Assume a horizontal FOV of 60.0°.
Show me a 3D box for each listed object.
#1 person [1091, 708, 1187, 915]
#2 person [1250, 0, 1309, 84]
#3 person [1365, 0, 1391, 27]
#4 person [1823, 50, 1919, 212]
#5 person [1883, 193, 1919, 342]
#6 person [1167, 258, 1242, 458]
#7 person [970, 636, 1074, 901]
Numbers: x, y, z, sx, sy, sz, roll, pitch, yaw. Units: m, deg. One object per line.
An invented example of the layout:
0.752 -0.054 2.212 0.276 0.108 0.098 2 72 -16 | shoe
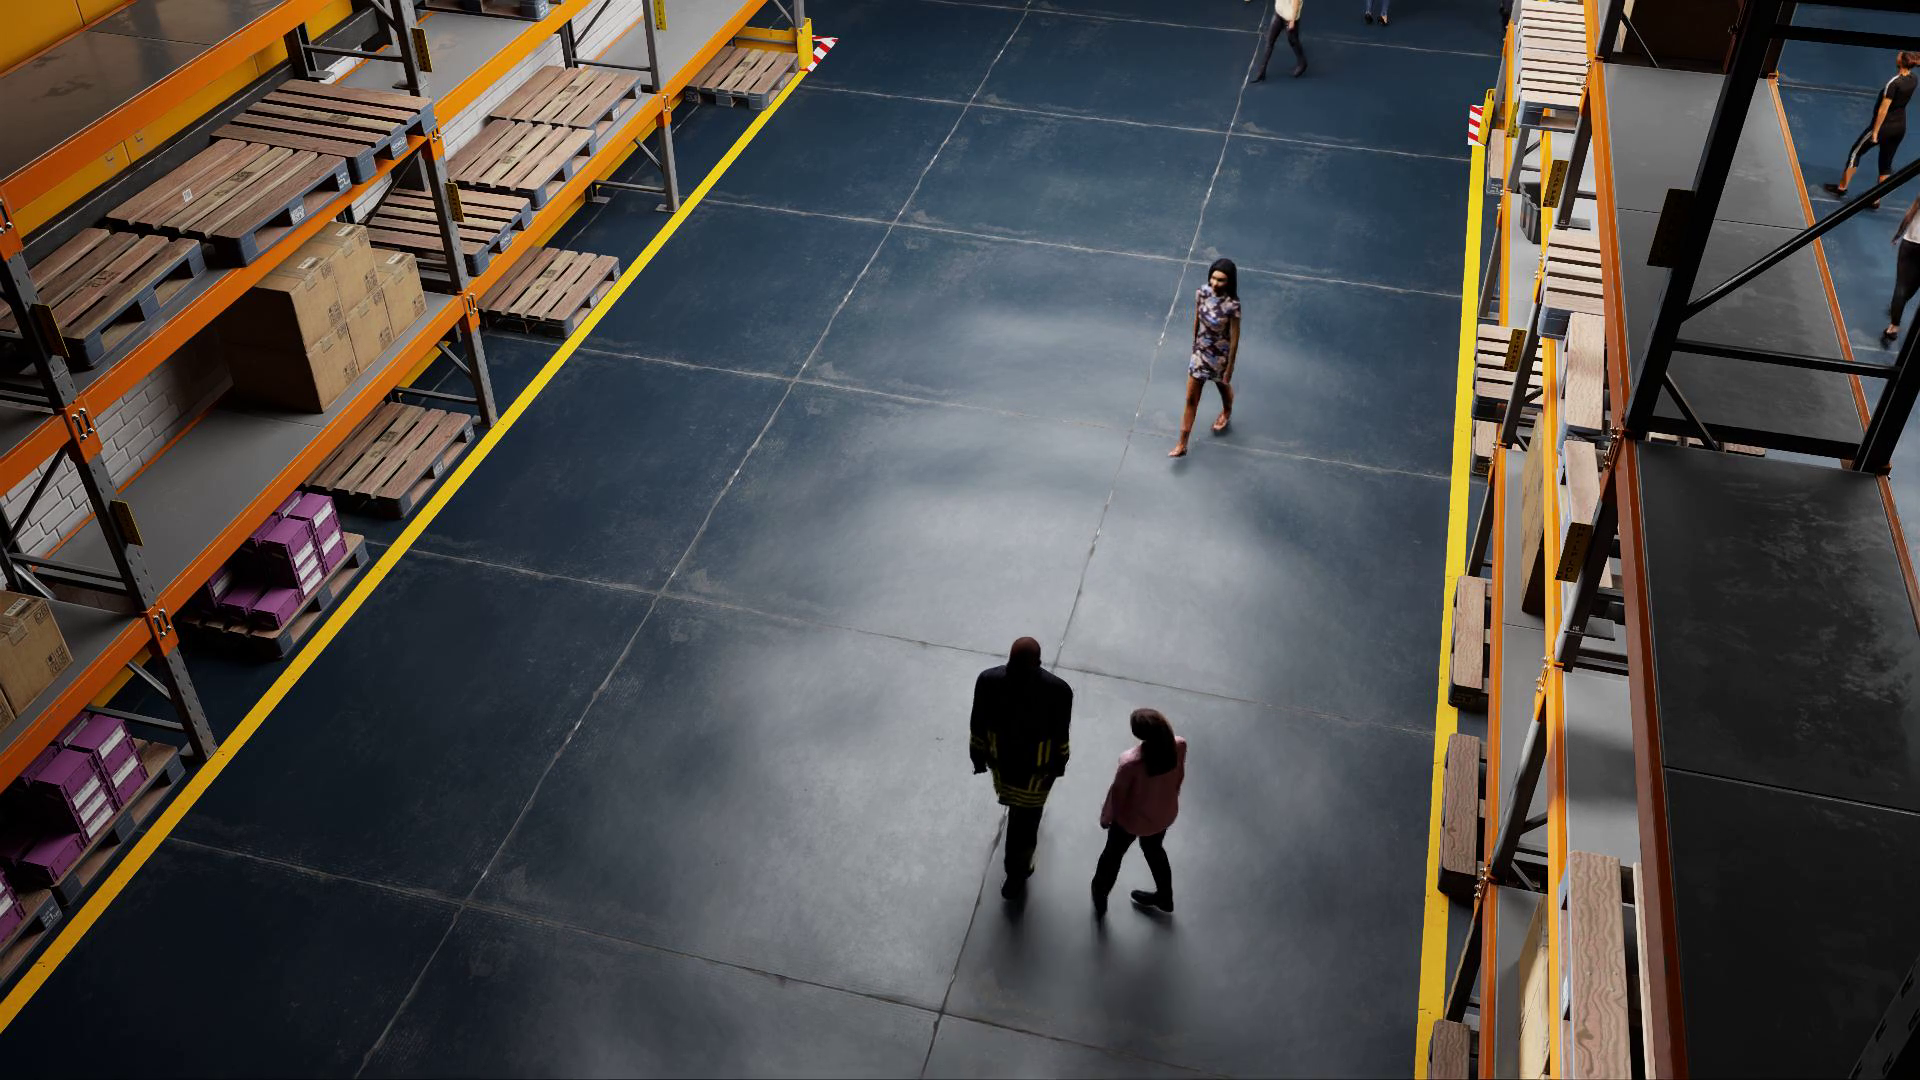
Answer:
1.035 1.582 9.553 0.784 1.657 0.843 -12 40 -14 | person
3.835 -6.029 19.172 1.070 1.546 1.001 -20 43 -23 | person
5.255 -7.243 20.492 0.664 1.795 0.634 25 45 28 | person
9.346 -4.089 16.660 0.832 1.649 0.931 -12 40 -15 | person
8.506 -2.551 14.703 0.626 1.686 1.067 13 40 15 | person
2.089 -1.499 13.391 0.924 1.681 1.245 25 45 28 | person
0.386 1.205 9.917 0.779 1.790 1.172 12 40 15 | person
